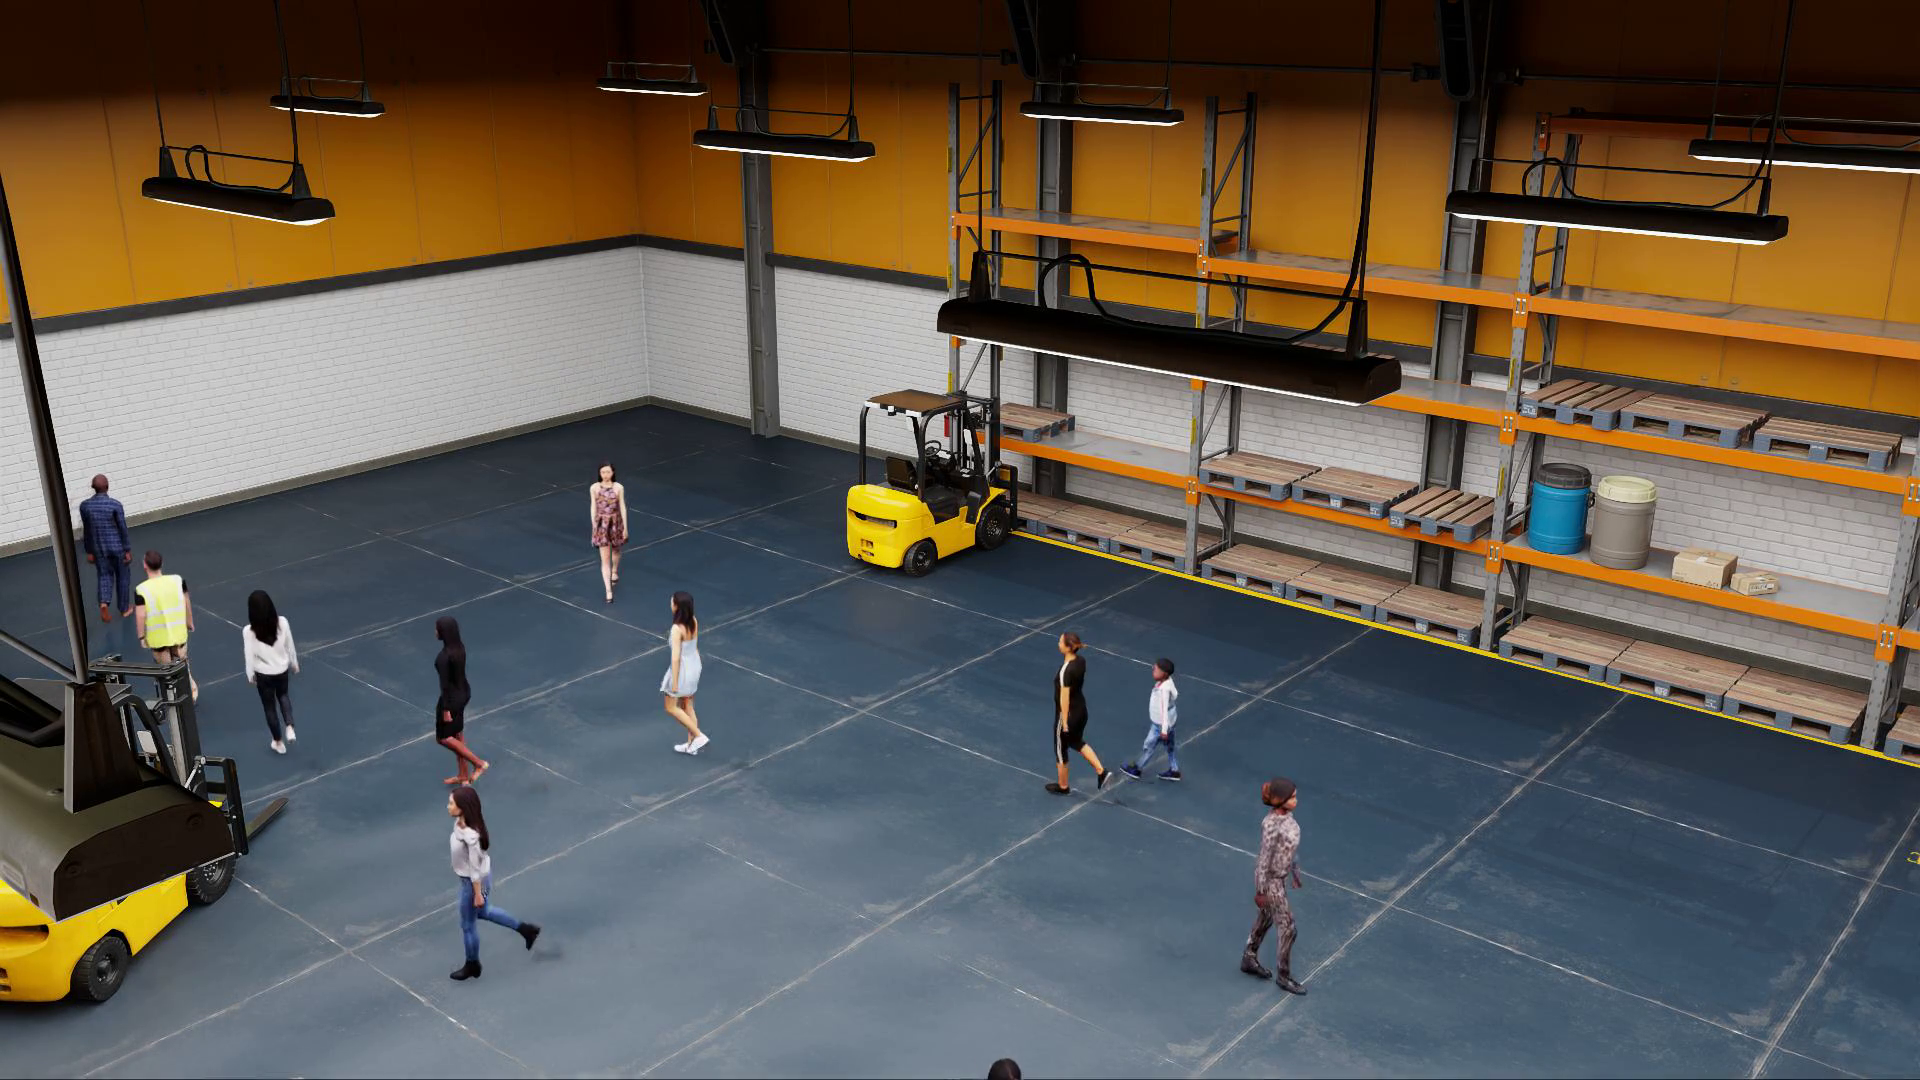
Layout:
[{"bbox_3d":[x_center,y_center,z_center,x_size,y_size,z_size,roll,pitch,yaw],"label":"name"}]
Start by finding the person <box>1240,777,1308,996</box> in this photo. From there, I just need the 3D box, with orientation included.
[{"bbox_3d":[2.290,2.566,12.580,0.839,1.696,0.654,12,22,31],"label":"person"}]

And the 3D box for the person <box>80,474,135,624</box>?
[{"bbox_3d":[-10.084,0.124,19.665,0.982,1.802,1.068,-3,19,-9],"label":"person"}]

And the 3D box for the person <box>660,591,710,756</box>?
[{"bbox_3d":[-2.608,1.324,16.224,0.797,1.723,0.726,6,20,18],"label":"person"}]

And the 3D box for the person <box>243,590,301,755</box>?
[{"bbox_3d":[-6.718,1.312,16.310,0.660,1.691,0.628,-17,25,-42],"label":"person"}]

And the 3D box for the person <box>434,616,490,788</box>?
[{"bbox_3d":[-4.661,1.539,15.607,0.865,1.709,0.804,1,19,2],"label":"person"}]

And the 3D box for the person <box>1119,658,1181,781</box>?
[{"bbox_3d":[1.990,1.726,15.793,0.874,1.237,0.700,5,19,15],"label":"person"}]

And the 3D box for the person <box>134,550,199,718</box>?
[{"bbox_3d":[-8.097,0.988,17.040,0.694,1.839,0.702,14,23,37],"label":"person"}]

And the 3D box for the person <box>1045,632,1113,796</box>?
[{"bbox_3d":[1.106,1.631,15.426,0.897,1.652,0.648,11,22,30],"label":"person"}]

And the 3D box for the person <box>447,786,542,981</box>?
[{"bbox_3d":[-3.606,2.584,12.653,0.971,1.615,0.980,-6,19,-16],"label":"person"}]

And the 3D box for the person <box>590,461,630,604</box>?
[{"bbox_3d":[-4.315,-0.131,20.562,1.088,1.712,1.215,-3,19,-10],"label":"person"}]
